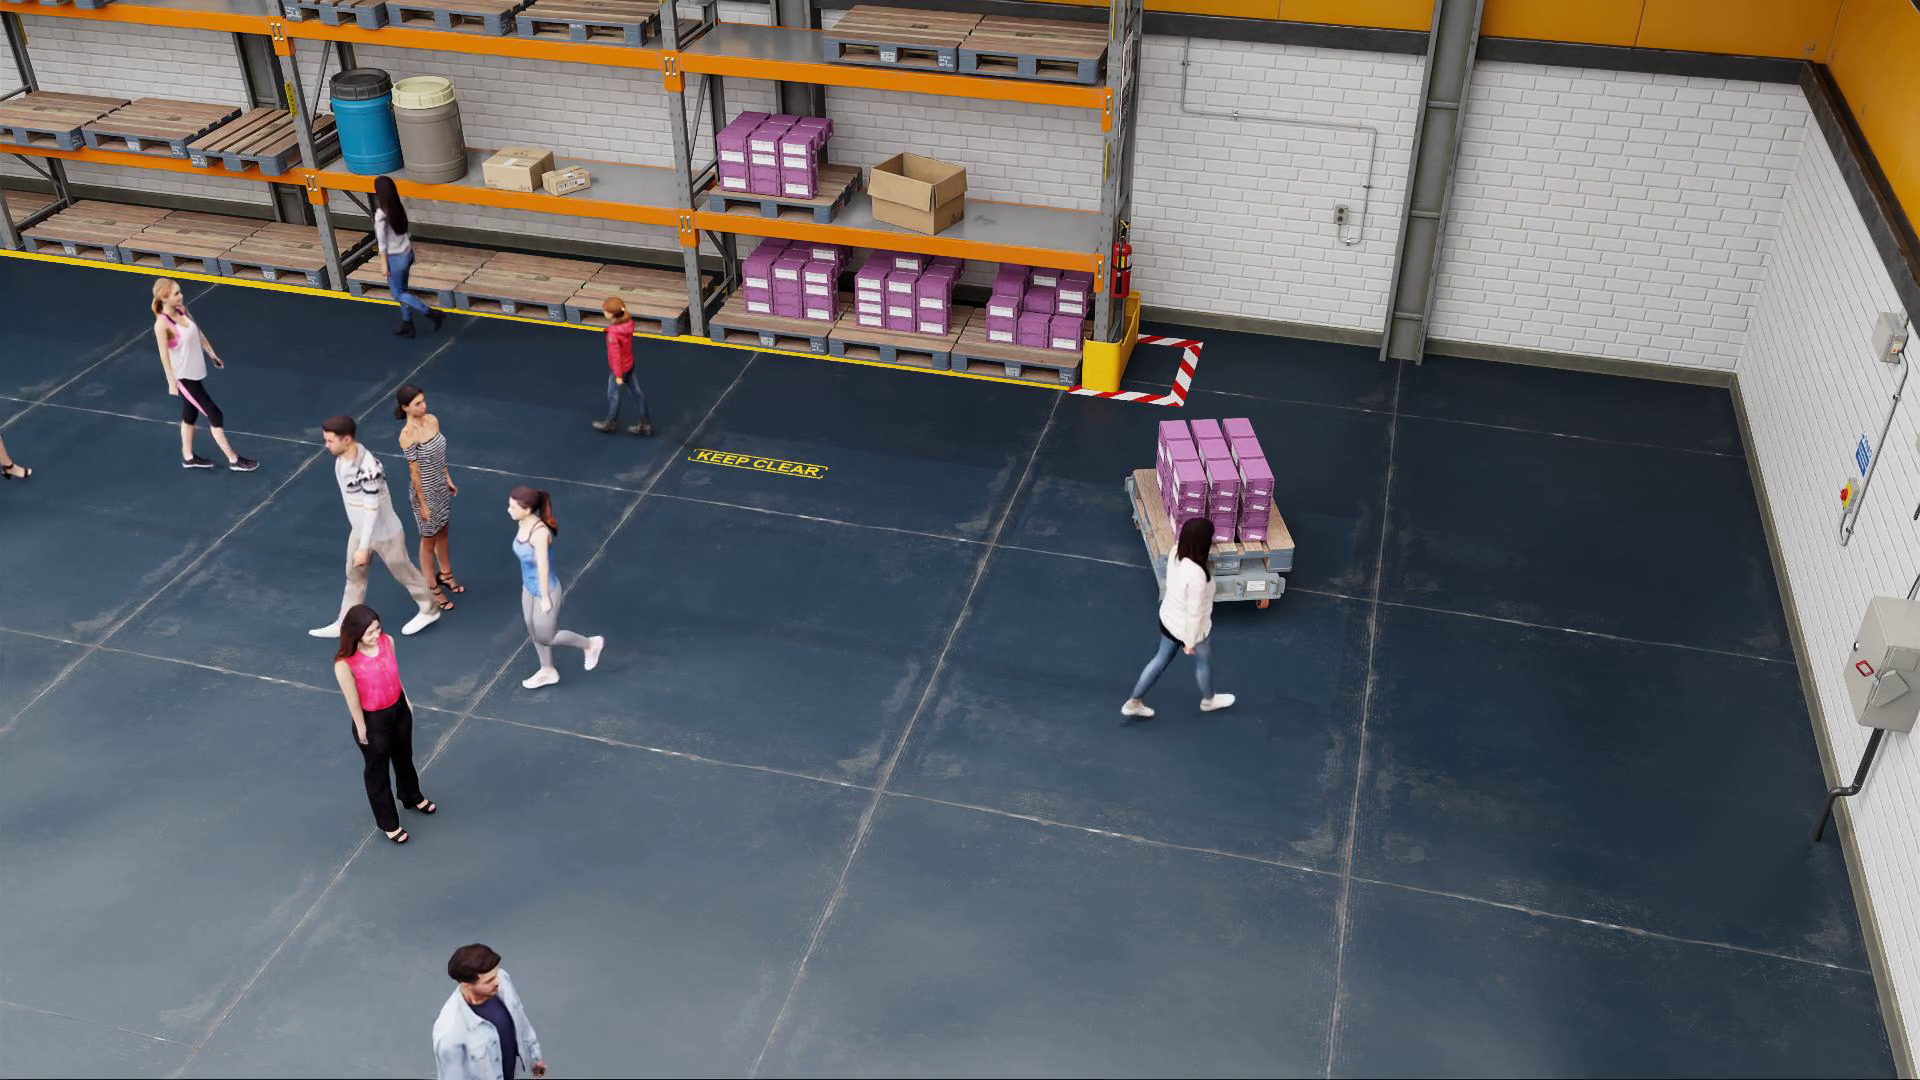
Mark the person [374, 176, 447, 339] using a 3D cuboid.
[{"bbox_3d":[-5.274,-2.655,15.859,0.836,1.609,0.656,6,34,8],"label":"person"}]

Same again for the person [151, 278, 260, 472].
[{"bbox_3d":[-6.470,-1.338,13.743,0.995,1.758,0.774,-1,34,-2],"label":"person"}]

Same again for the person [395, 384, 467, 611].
[{"bbox_3d":[-3.882,-0.325,12.162,0.512,1.822,0.584,8,34,12],"label":"person"}]

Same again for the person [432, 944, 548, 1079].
[{"bbox_3d":[-2.305,2.565,7.847,0.937,1.786,0.683,8,35,12],"label":"person"}]

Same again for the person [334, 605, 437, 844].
[{"bbox_3d":[-3.531,1.095,10.167,0.565,1.666,0.618,14,36,21],"label":"person"}]

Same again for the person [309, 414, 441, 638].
[{"bbox_3d":[-4.060,-0.103,11.827,1.135,1.822,1.177,-27,42,-34],"label":"person"}]

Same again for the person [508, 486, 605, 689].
[{"bbox_3d":[-2.802,0.329,11.382,0.917,1.596,0.862,-18,38,-25],"label":"person"}]

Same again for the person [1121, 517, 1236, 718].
[{"bbox_3d":[1.415,0.552,11.039,1.135,1.604,1.010,-13,36,-19],"label":"person"}]

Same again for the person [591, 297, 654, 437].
[{"bbox_3d":[-2.849,-1.474,14.363,0.755,1.298,0.546,10,35,14],"label":"person"}]
